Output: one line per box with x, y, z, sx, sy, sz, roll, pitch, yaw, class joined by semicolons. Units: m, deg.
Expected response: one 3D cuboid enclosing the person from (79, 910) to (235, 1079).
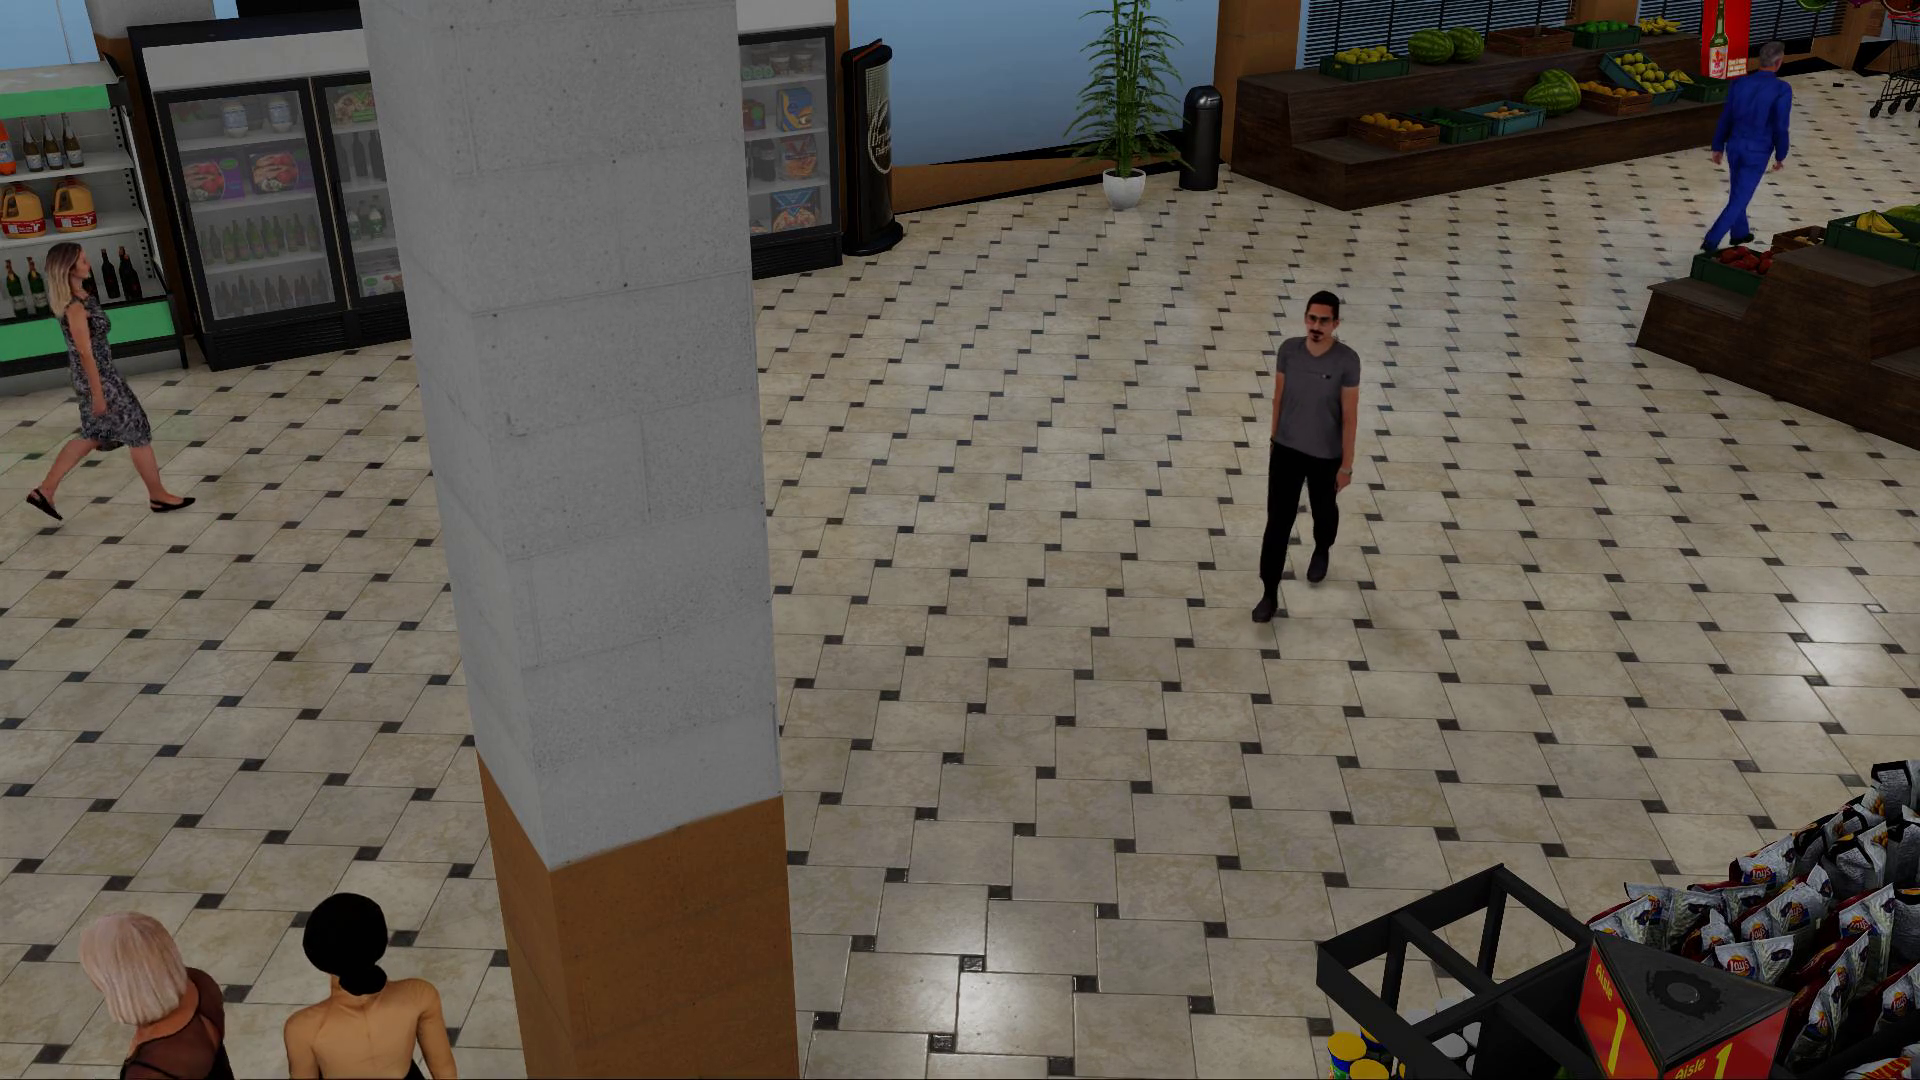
-1.918;1.687;4.423;0.825;1.735;0.744;-1;27;-2;person

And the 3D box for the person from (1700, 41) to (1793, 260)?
6.655;-3.261;14.130;1.194;1.780;0.768;-17;31;-29;person

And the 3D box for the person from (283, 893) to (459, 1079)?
-1.581;1.664;4.560;0.441;1.651;0.632;-14;30;-25;person

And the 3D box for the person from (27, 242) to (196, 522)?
-5.025;-0.857;9.506;1.102;1.675;0.643;-18;32;-31;person

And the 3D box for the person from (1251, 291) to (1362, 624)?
1.859;-0.481;8.729;1.075;1.707;1.239;11;29;21;person
